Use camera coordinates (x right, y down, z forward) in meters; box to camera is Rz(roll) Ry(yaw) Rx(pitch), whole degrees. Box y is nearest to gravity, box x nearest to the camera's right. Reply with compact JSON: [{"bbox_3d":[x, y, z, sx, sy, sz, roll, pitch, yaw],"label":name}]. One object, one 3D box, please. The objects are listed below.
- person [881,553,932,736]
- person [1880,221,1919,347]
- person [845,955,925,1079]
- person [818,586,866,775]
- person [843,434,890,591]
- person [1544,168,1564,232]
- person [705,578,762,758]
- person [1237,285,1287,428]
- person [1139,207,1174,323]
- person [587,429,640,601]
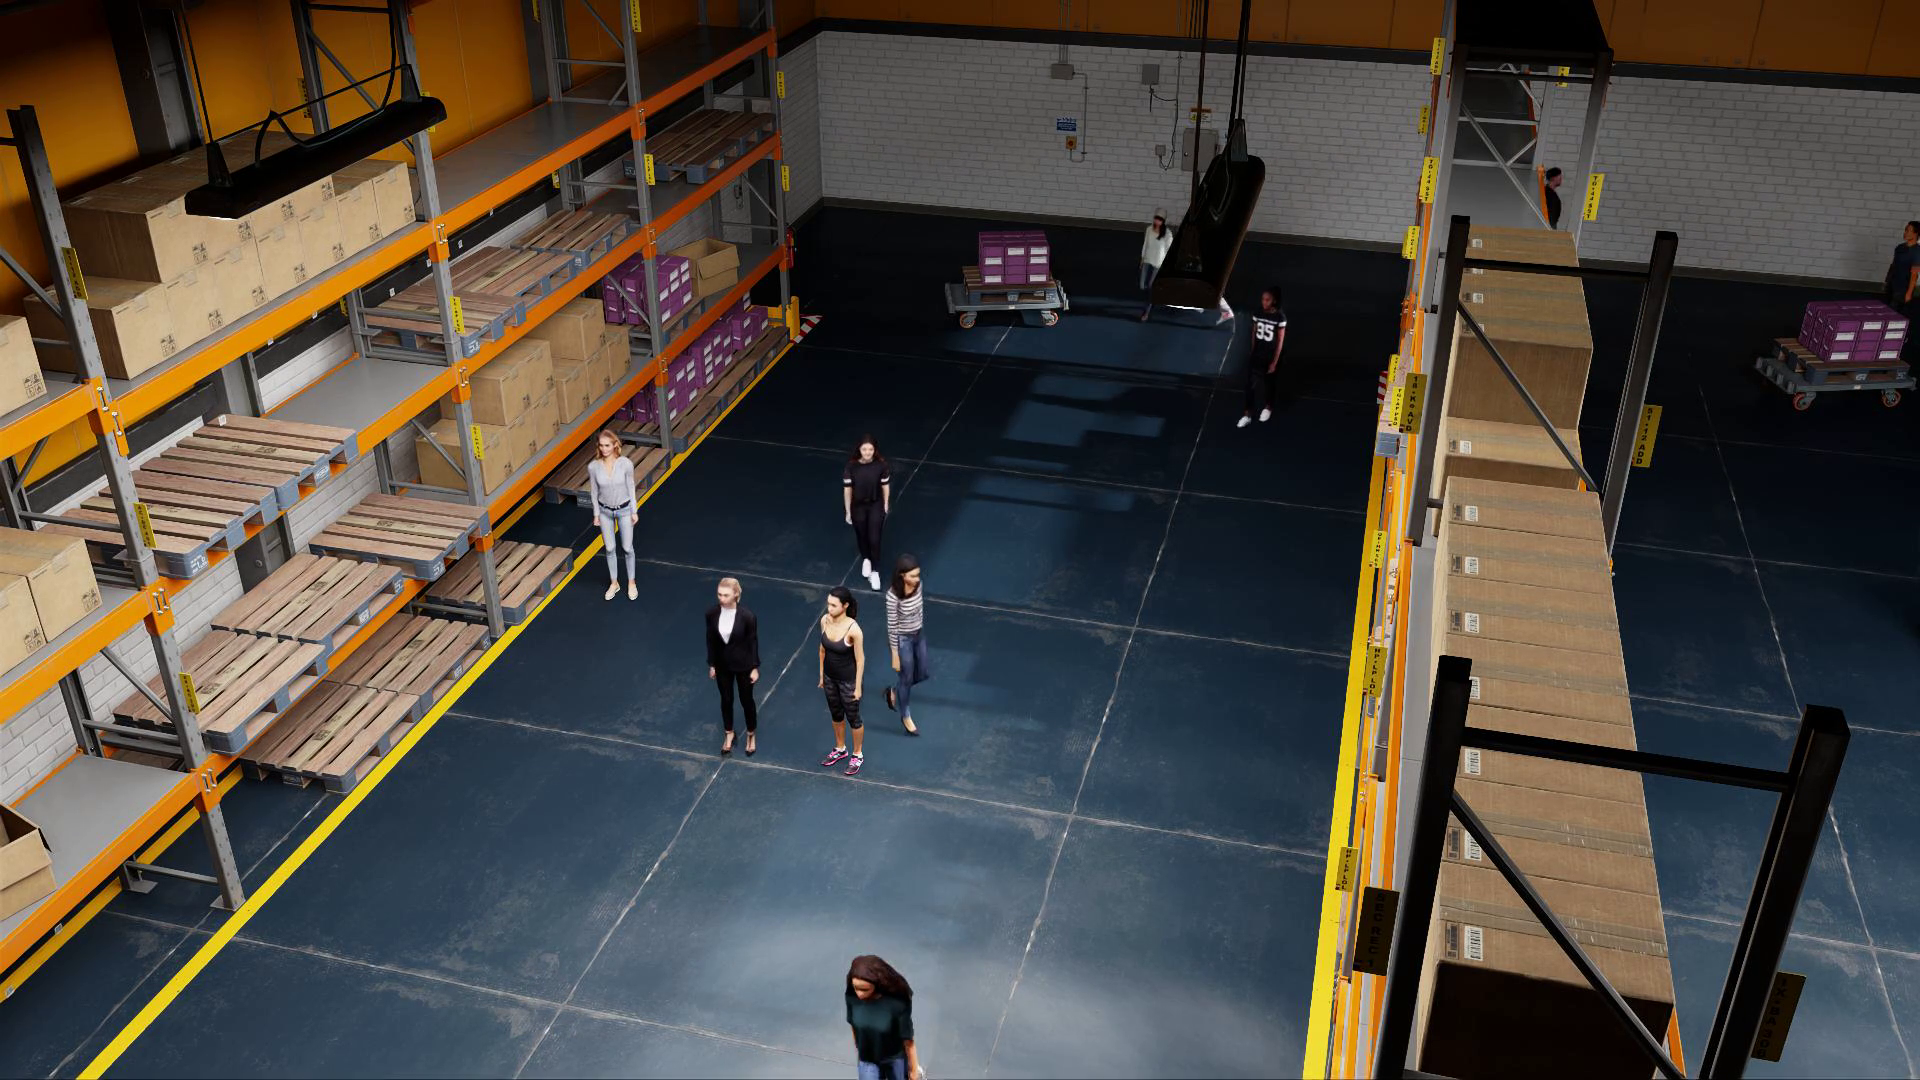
[{"bbox_3d":[-0.522,0.871,14.119,0.819,1.774,0.775,21,35,34],"label":"person"},{"bbox_3d":[12.333,-3.268,21.679,0.832,1.801,0.736,-2,29,-4],"label":"person"},{"bbox_3d":[-0.435,3.112,10.203,0.694,1.592,0.965,9,30,15],"label":"person"},{"bbox_3d":[-0.956,1.138,13.679,0.641,1.728,0.634,18,33,30],"label":"person"},{"bbox_3d":[-0.933,-0.367,16.553,0.744,1.617,0.894,0,29,0],"label":"person"},{"bbox_3d":[8.252,-4.388,23.726,0.859,1.808,1.127,2,29,4],"label":"person"},{"bbox_3d":[-1.874,1.055,13.854,0.626,1.705,0.542,5,29,8],"label":"person"},{"bbox_3d":[3.702,-2.206,19.832,0.785,1.706,1.004,17,33,29],"label":"person"},{"bbox_3d":[2.714,-3.802,22.836,0.710,1.631,0.763,19,34,31],"label":"person"},{"bbox_3d":[-3.346,-0.255,16.161,0.641,1.796,0.591,-1,29,-1],"label":"person"}]
